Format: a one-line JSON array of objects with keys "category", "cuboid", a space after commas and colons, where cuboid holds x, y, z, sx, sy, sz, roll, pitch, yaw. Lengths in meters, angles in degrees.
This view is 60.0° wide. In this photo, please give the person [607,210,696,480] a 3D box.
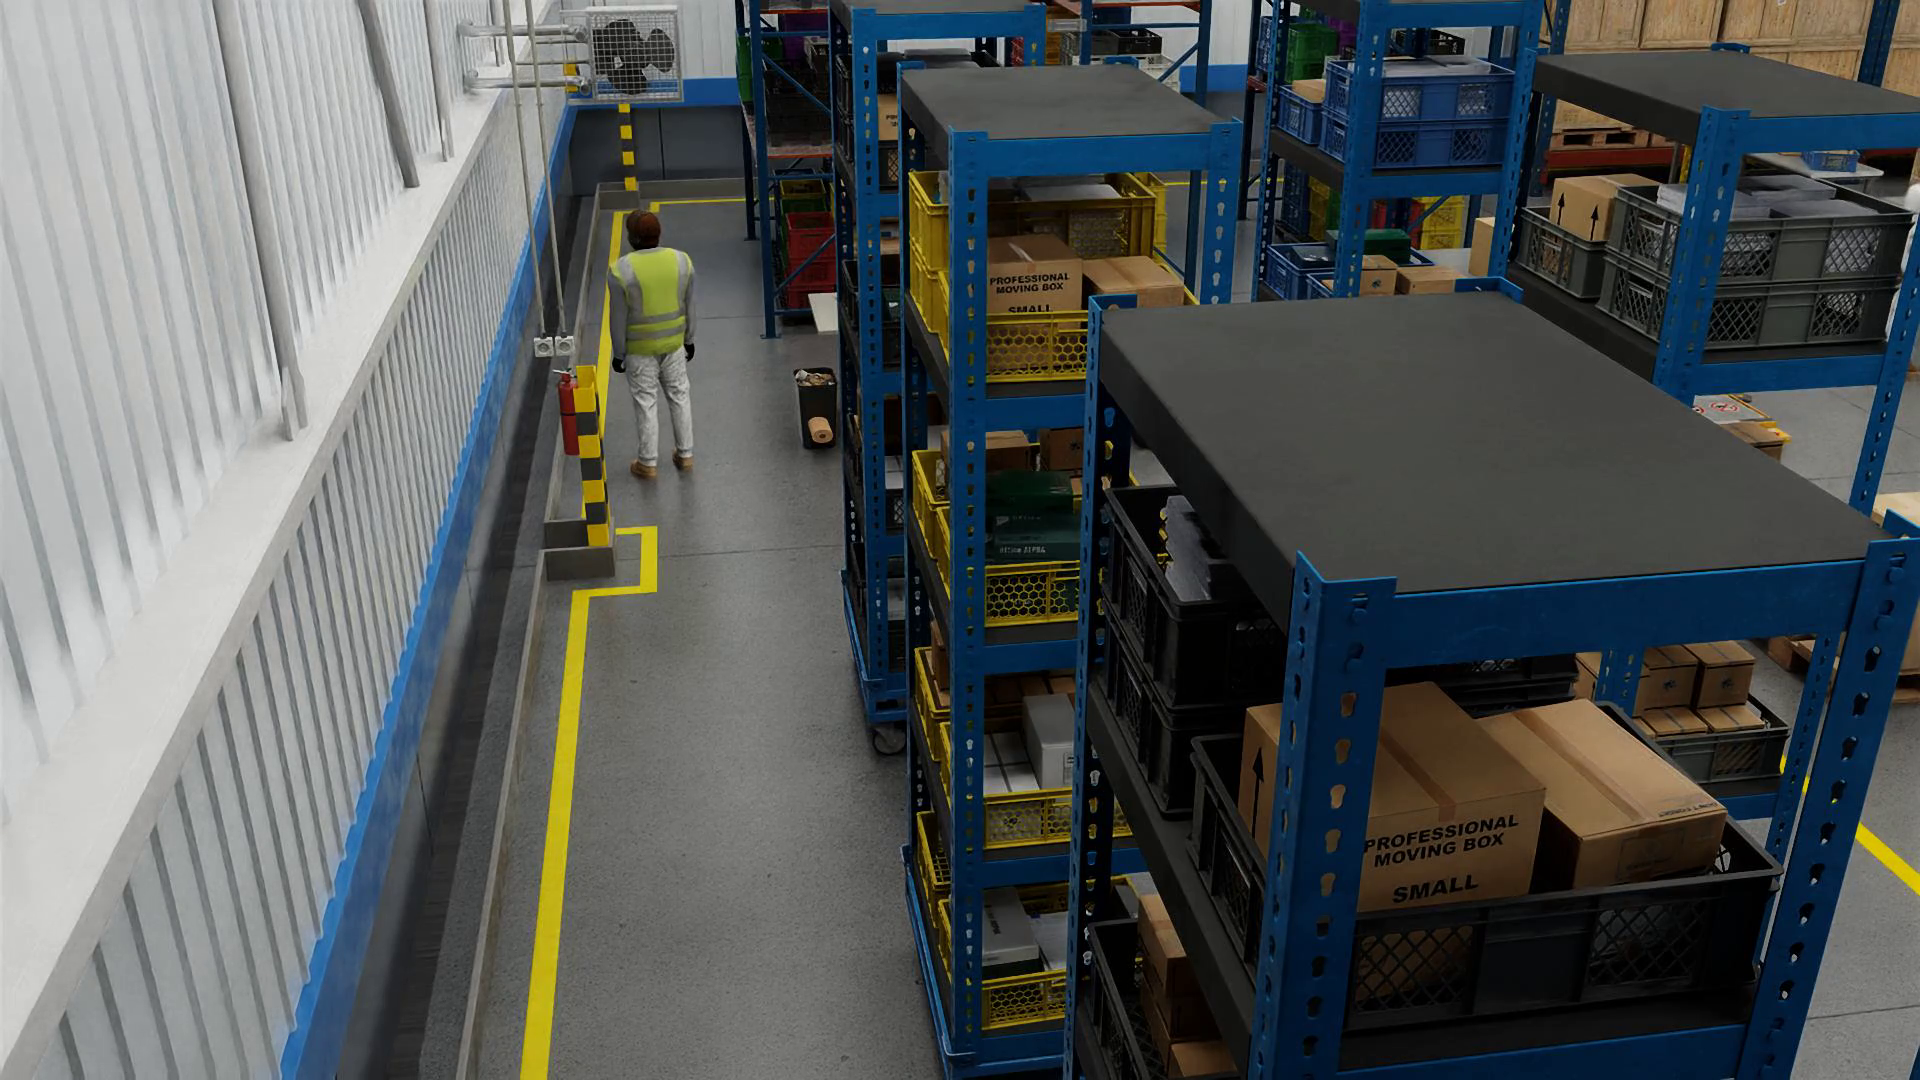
[{"category": "person", "cuboid": [-2.083, -1.324, 11.278, 0.636, 1.841, 0.429, -16, 29, -32]}]

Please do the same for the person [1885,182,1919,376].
[{"category": "person", "cuboid": [7.587, -2.198, 13.130, 0.584, 1.879, 0.337, -12, 27, -24]}]
